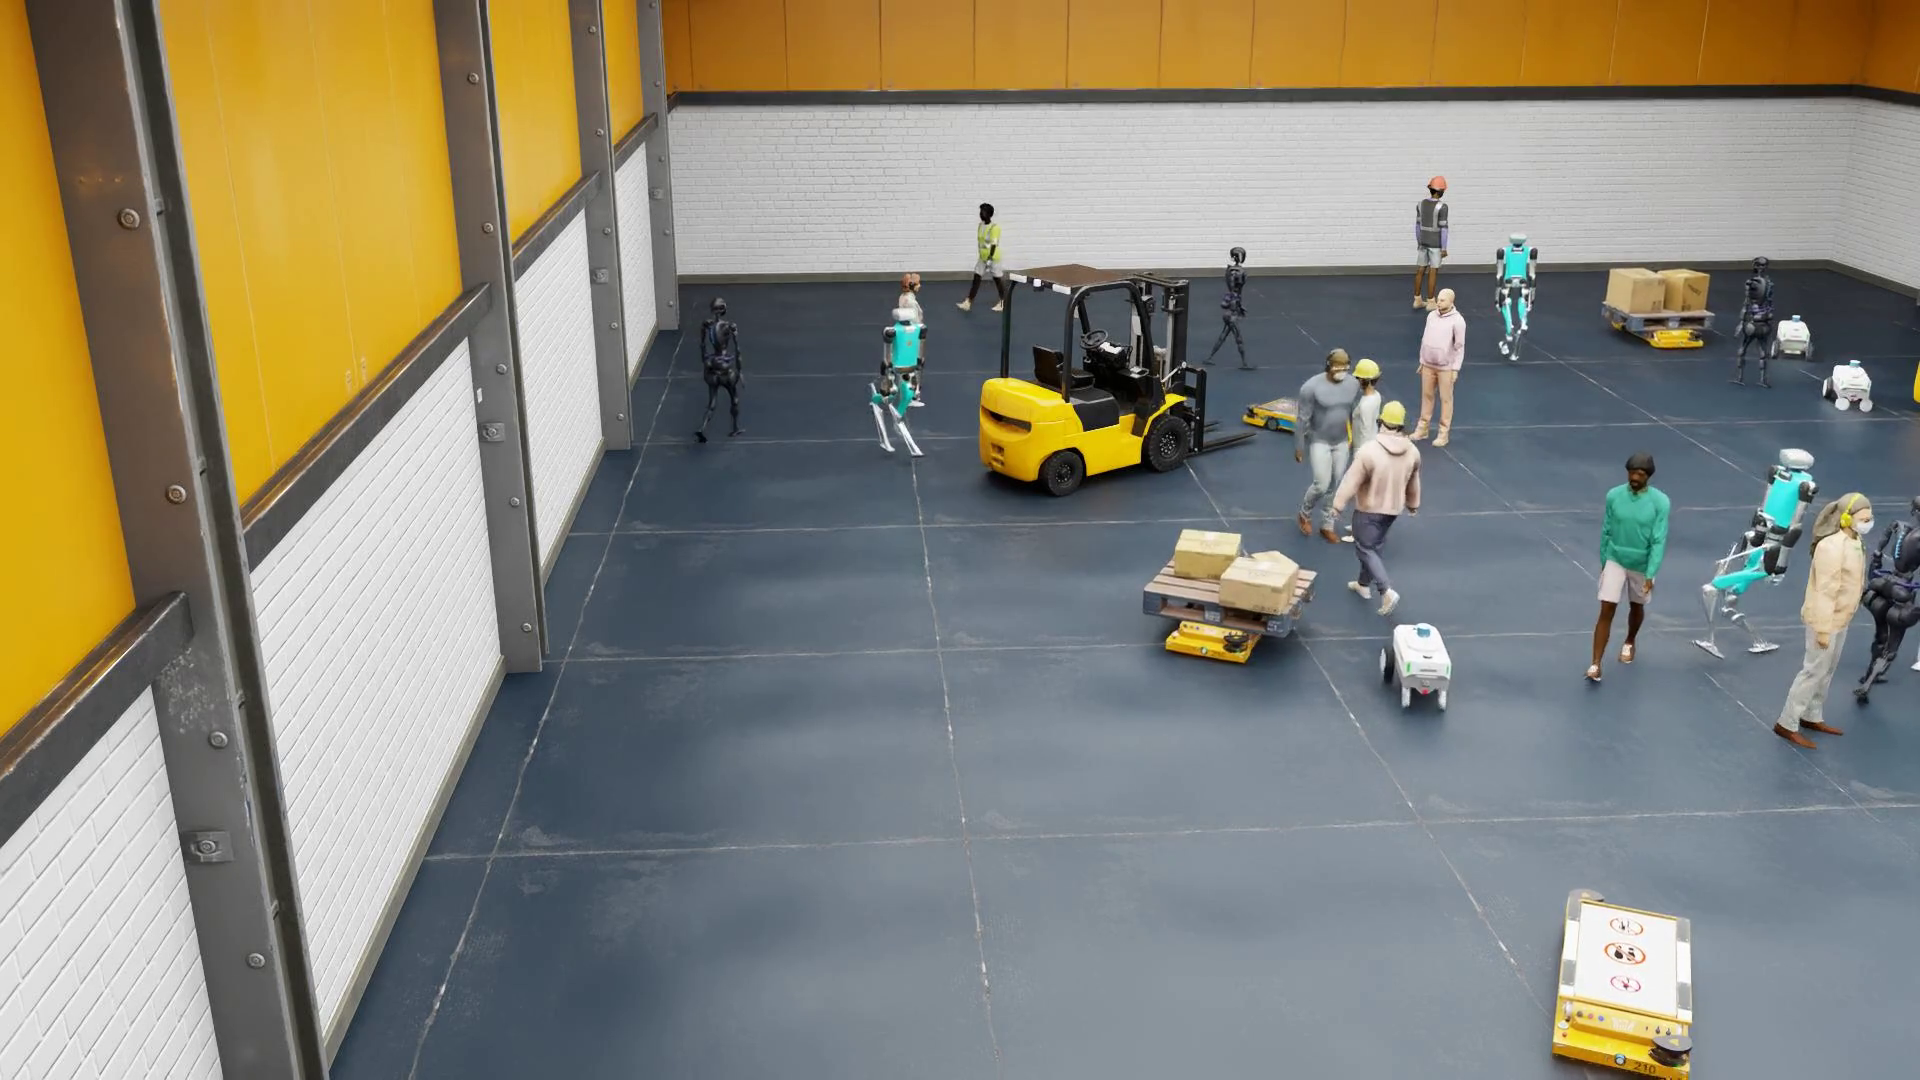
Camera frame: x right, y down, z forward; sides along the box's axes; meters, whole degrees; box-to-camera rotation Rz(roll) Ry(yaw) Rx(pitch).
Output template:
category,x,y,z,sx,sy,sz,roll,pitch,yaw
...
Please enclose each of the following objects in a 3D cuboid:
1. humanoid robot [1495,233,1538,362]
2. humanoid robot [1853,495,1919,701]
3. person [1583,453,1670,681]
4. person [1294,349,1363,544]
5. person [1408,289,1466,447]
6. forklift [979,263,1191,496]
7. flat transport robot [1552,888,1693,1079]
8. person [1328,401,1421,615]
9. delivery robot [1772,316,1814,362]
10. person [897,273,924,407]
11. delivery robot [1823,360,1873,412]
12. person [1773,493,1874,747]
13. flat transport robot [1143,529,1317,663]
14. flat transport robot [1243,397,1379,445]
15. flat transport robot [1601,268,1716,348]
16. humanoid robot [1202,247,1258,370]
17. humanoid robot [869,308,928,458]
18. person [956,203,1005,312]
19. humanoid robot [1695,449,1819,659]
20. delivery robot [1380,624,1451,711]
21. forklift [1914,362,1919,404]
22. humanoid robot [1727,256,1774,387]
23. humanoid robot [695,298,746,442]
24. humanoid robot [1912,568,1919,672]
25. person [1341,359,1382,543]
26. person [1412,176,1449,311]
category,x,y,z,sx,sy,sz,roll,pitch,yaw
humanoid robot,7.391,-3.176,22.181,0.559,1.744,1.039,5,21,13
humanoid robot,6.995,0.425,12.477,0.646,1.624,0.615,-7,21,-19
person,5.168,0.201,12.869,0.494,1.792,1.002,12,23,30
person,3.473,-0.885,15.656,0.642,1.914,0.429,-8,21,-20
person,5.418,-1.955,18.755,0.406,1.784,0.522,-17,26,-38
forklift,1.315,-1.764,17.646,2.313,2.155,1.214,-14,24,-33
flat transport robot,3.628,2.399,9.090,0.659,0.231,1.431,8,22,20
person,3.578,-0.285,14.141,0.805,1.828,0.838,-8,22,-21
delivery robot,11.398,-2.774,22.754,0.499,0.583,0.758,7,21,19
person,-0.615,-2.440,20.291,0.312,1.634,0.514,-4,21,-12
delivery robot,10.930,-1.911,20.407,0.499,0.587,0.758,7,21,19
person,6.159,0.553,11.811,0.400,1.878,0.566,18,27,41
flat transport robot,2.248,0.636,13.895,0.659,0.231,1.431,9,22,24
flat transport robot,4.091,-1.393,19.423,1.431,0.231,0.659,17,26,39
flat transport robot,9.970,-3.009,23.826,0.659,0.231,1.431,-2,20,-5
humanoid robot,3.610,-3.075,22.044,0.788,1.633,0.602,7,21,19
humanoid robot,-0.711,-1.702,18.115,0.541,1.731,0.970,-13,24,-31
person,0.354,-4.254,25.202,0.846,1.657,0.537,-14,24,-33
humanoid robot,6.156,0.150,13.181,1.005,1.770,0.530,-2,20,-6
delivery robot,3.512,0.921,12.683,0.499,0.580,0.776,2,20,6
forklift,12.602,-2.435,19.475,2.313,2.155,1.214,-1,20,-4
humanoid robot,10.159,-2.773,21.166,0.598,1.628,0.528,-12,23,-29
humanoid robot,-2.755,-1.935,18.902,0.593,1.647,0.693,10,23,26
humanoid robot,7.701,0.238,12.897,0.531,1.818,0.756,8,22,21
person,3.804,-0.843,15.749,0.327,1.767,0.528,8,22,20
person,7.206,-4.523,25.382,0.367,2.044,0.607,-12,23,-30
